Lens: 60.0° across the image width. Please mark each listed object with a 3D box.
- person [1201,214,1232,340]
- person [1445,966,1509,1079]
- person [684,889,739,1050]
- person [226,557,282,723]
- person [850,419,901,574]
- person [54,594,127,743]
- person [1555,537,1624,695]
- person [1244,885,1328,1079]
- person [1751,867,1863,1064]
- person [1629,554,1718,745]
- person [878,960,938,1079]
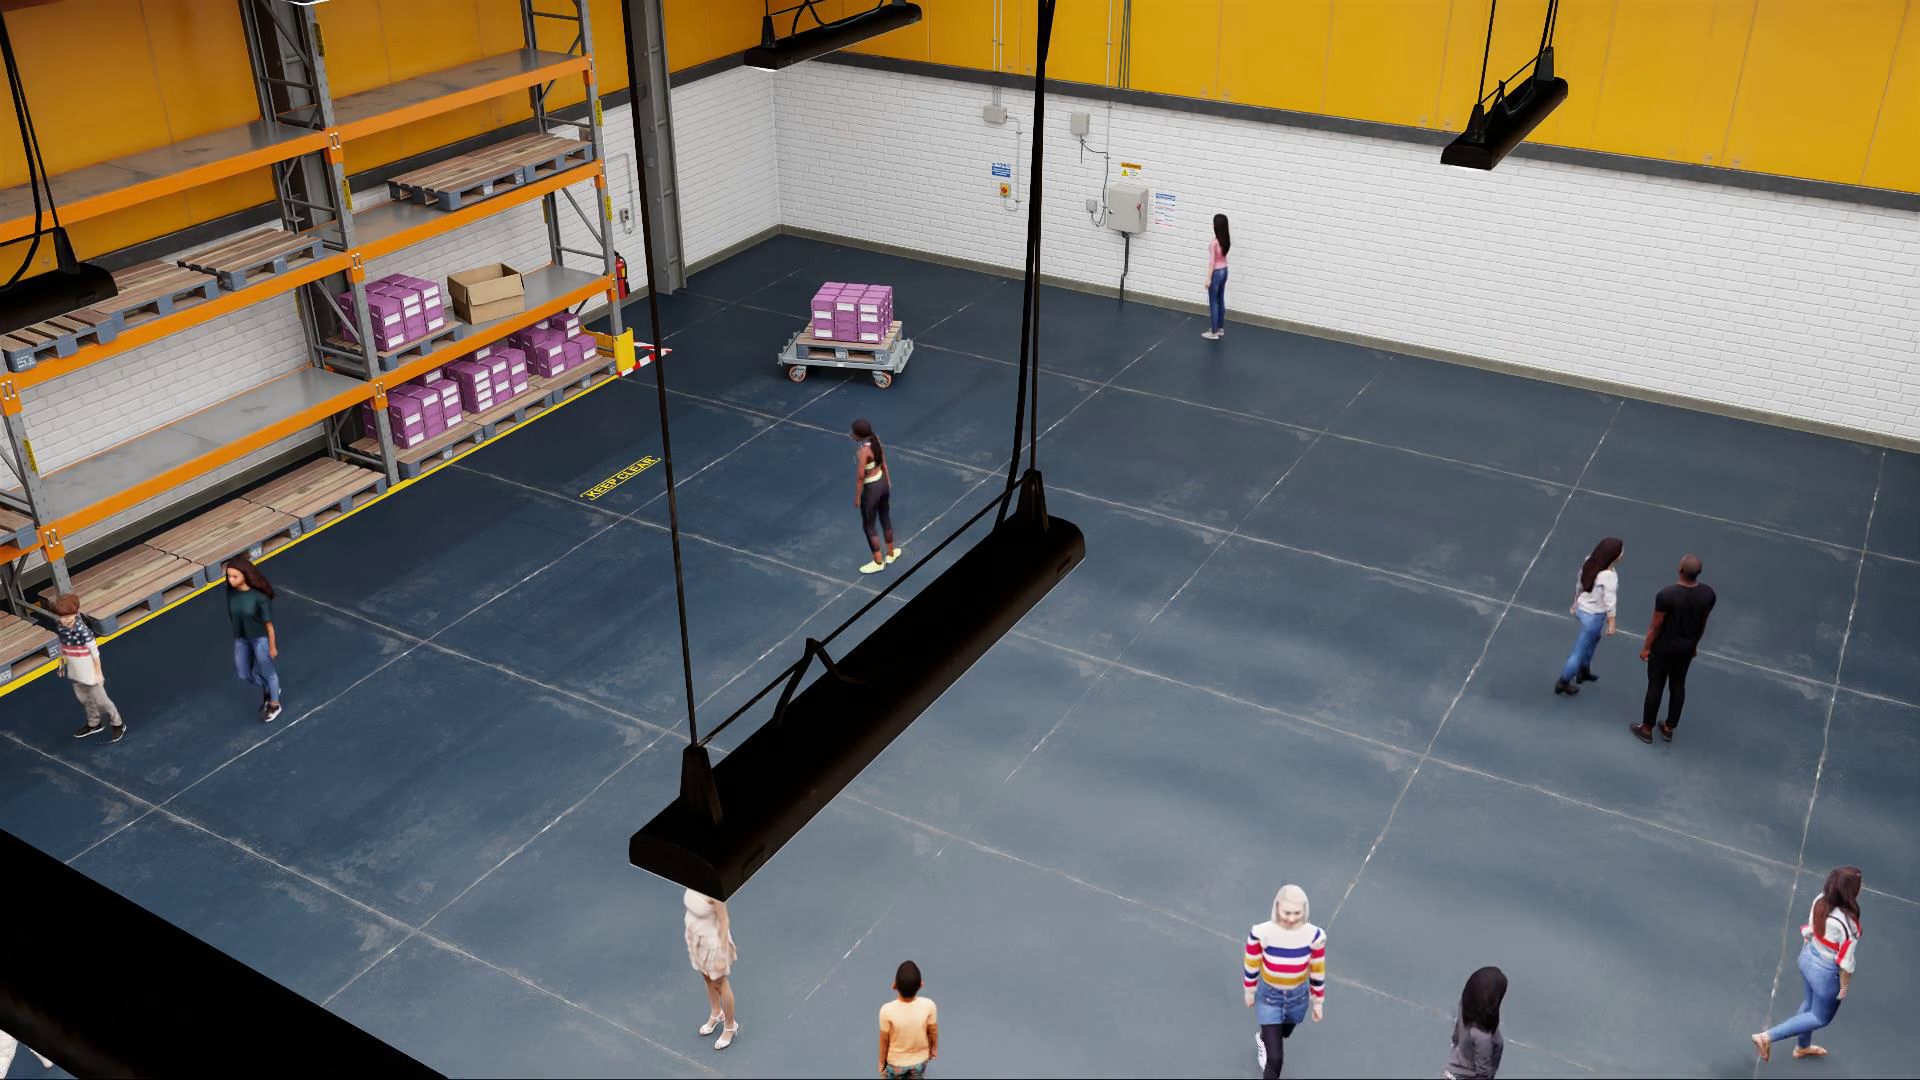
[{"bbox_3d":[3.525,-3.618,22.769,0.671,1.739,0.486,22,36,35],"label":"person"},{"bbox_3d":[2.977,3.313,10.068,0.974,1.733,1.096,1,29,2],"label":"person"},{"bbox_3d":[-1.673,2.706,11.178,0.628,1.735,0.650,-23,36,-35],"label":"person"},{"bbox_3d":[-6.194,0.836,14.735,0.668,1.613,0.682,7,29,13],"label":"person"},{"bbox_3d":[-0.821,-0.503,17.074,0.801,1.724,0.435,23,36,36],"label":"person"},{"bbox_3d":[-7.621,1.089,14.455,0.632,1.436,0.547,16,33,27],"label":"person"},{"bbox_3d":[5.600,0.706,14.975,0.865,1.611,0.809,-4,29,-8],"label":"person"},{"bbox_3d":[2.080,2.910,10.770,1.033,1.769,1.218,-1,29,-2],"label":"person"},{"bbox_3d":[5.647,2.859,11.043,0.921,1.598,0.907,-1,29,-3],"label":"person"},{"bbox_3d":[6.148,0.935,14.337,0.751,1.819,0.764,-2,29,-4],"label":"person"},{"bbox_3d":[-0.324,3.282,10.420,0.696,1.451,0.757,-7,29,-12],"label":"person"}]
